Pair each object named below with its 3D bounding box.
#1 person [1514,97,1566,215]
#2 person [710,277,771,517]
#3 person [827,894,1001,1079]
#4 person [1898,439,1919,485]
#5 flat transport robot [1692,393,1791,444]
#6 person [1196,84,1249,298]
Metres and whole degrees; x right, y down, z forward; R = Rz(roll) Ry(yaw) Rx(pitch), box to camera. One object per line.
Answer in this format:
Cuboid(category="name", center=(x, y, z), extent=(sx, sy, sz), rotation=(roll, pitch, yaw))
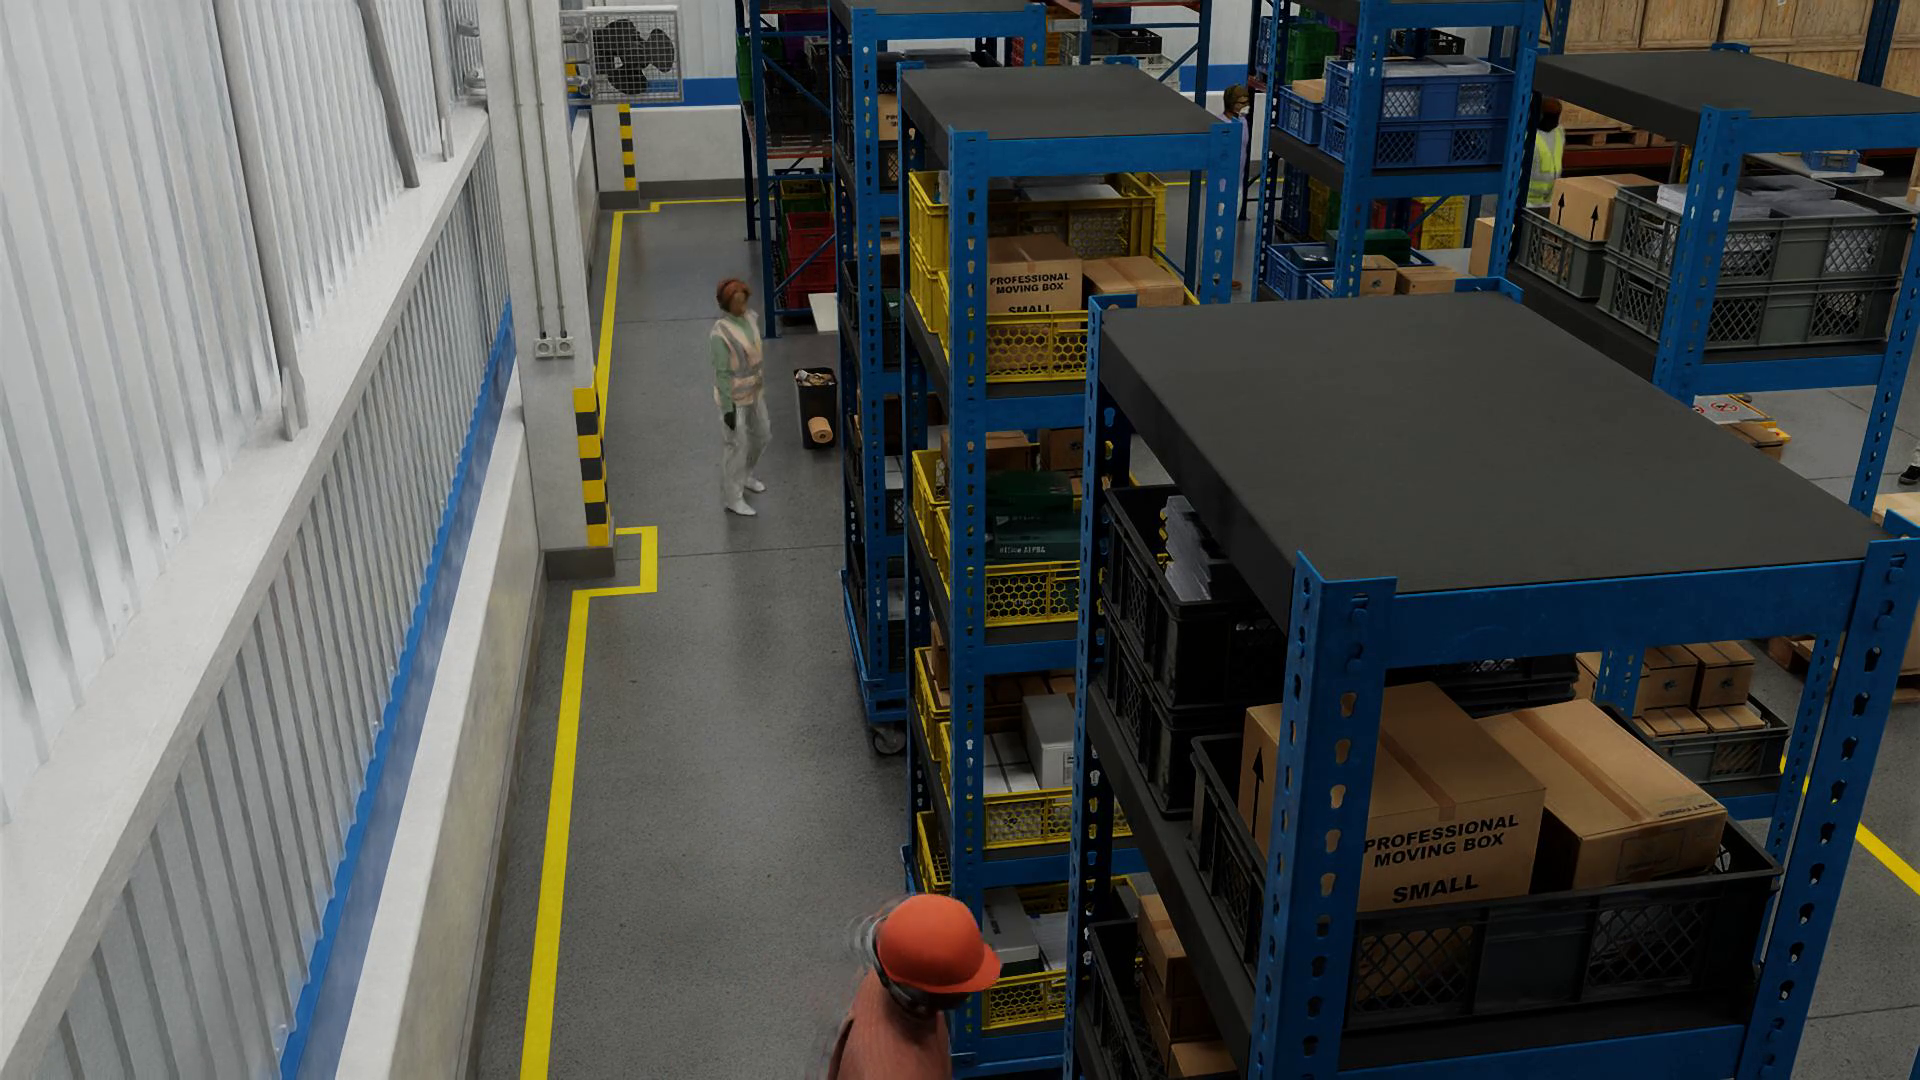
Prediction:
Cuboid(category="person", center=(5.240, -3.142, 15.254), extent=(0.652, 1.823, 0.431), rotation=(-13, 28, -27))
Cuboid(category="person", center=(-1.440, -0.924, 10.677), extent=(0.409, 1.612, 0.599), rotation=(9, 26, 19))
Cuboid(category="person", center=(-0.181, 1.741, 4.474), extent=(0.577, 1.964, 0.642), rotation=(1, 25, 3))
Cuboid(category="person", center=(6.703, -1.197, 11.011), extent=(0.404, 1.833, 0.587), rotation=(-22, 33, -39))
Cuboid(category="flat transport robot", center=(5.224, -0.859, 12.132), extent=(1.431, 0.197, 0.652), rotation=(-4, 25, -8))
Cuboid(category="person", center=(2.432, -3.203, 15.258), extent=(0.362, 1.931, 0.627), rotation=(16, 29, 30))
